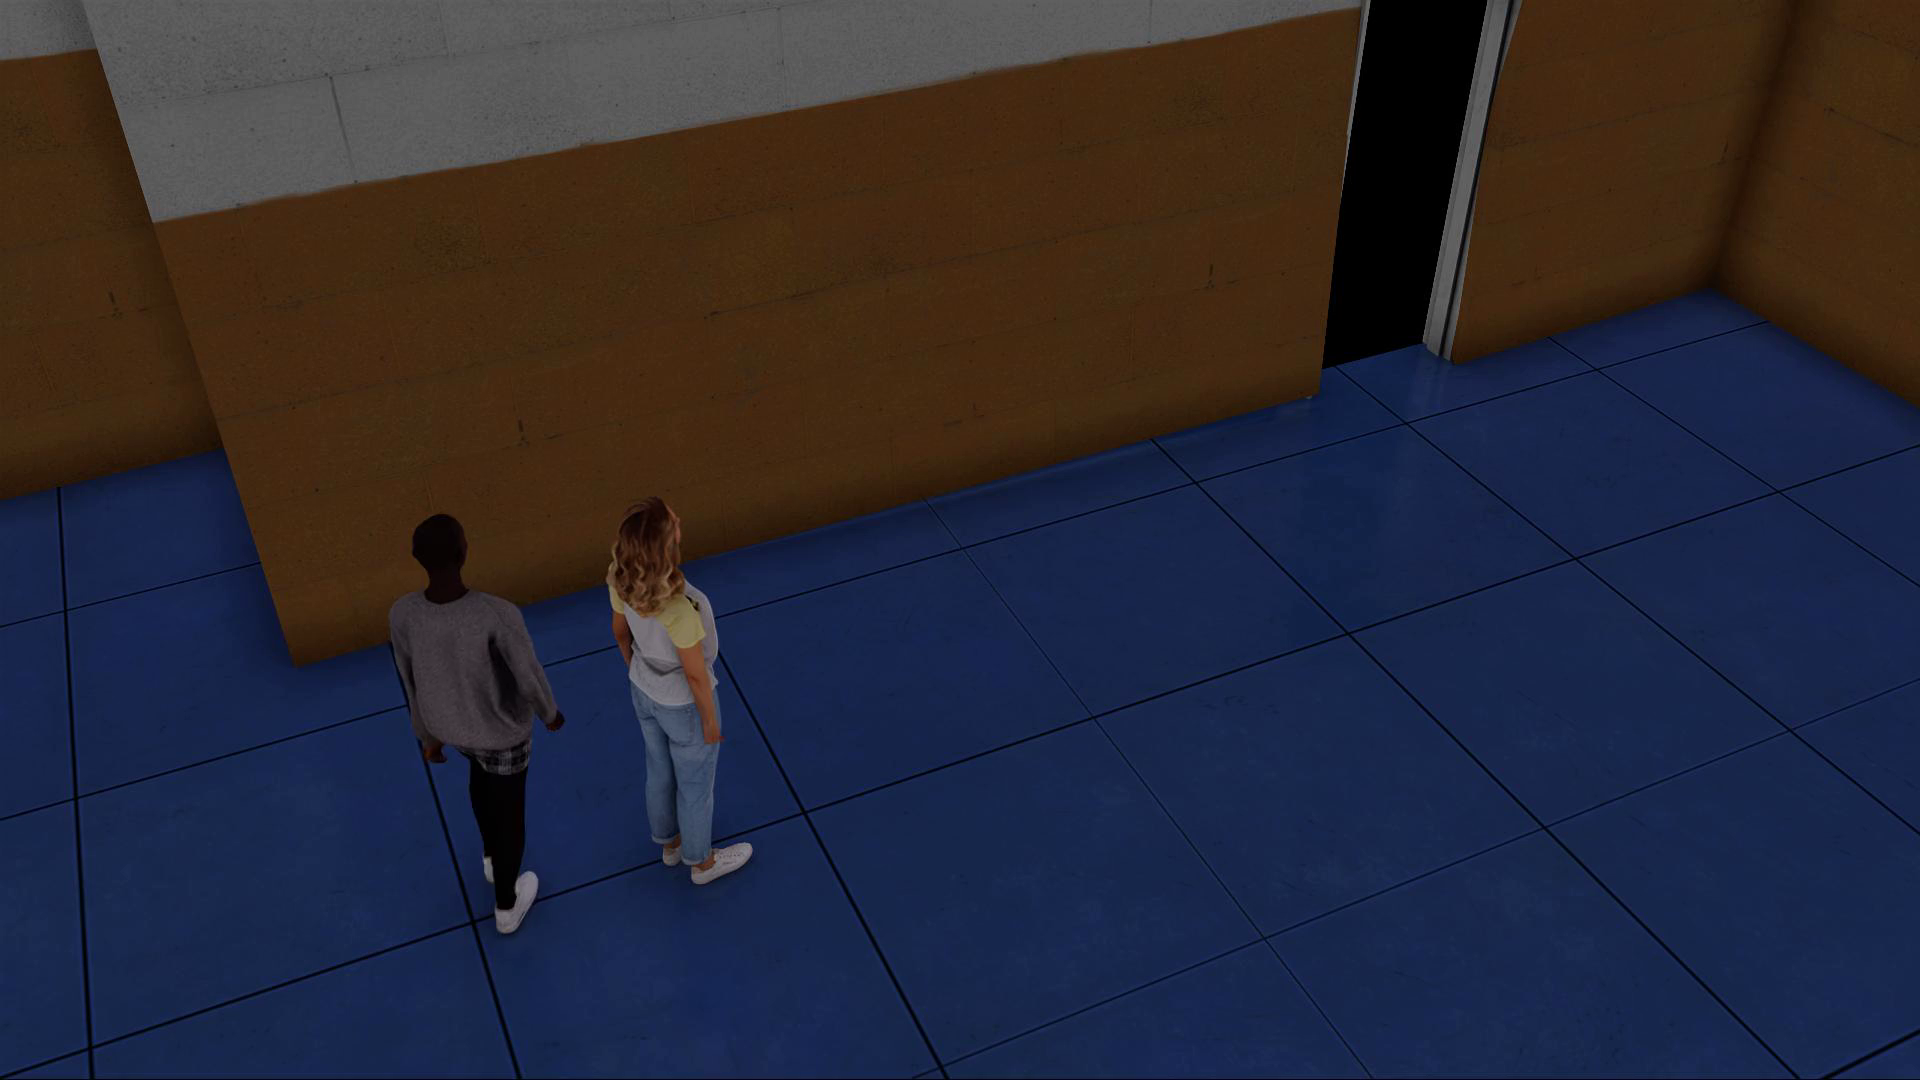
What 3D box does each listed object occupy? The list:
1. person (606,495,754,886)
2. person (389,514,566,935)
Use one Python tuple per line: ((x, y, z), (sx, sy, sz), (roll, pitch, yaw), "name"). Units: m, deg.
((-1.038, 0.569, 5.992), (0.630, 1.723, 0.762), (27, 44, 31), "person")
((-1.697, 0.715, 5.783), (0.796, 1.756, 0.855), (7, 37, 9), "person")
